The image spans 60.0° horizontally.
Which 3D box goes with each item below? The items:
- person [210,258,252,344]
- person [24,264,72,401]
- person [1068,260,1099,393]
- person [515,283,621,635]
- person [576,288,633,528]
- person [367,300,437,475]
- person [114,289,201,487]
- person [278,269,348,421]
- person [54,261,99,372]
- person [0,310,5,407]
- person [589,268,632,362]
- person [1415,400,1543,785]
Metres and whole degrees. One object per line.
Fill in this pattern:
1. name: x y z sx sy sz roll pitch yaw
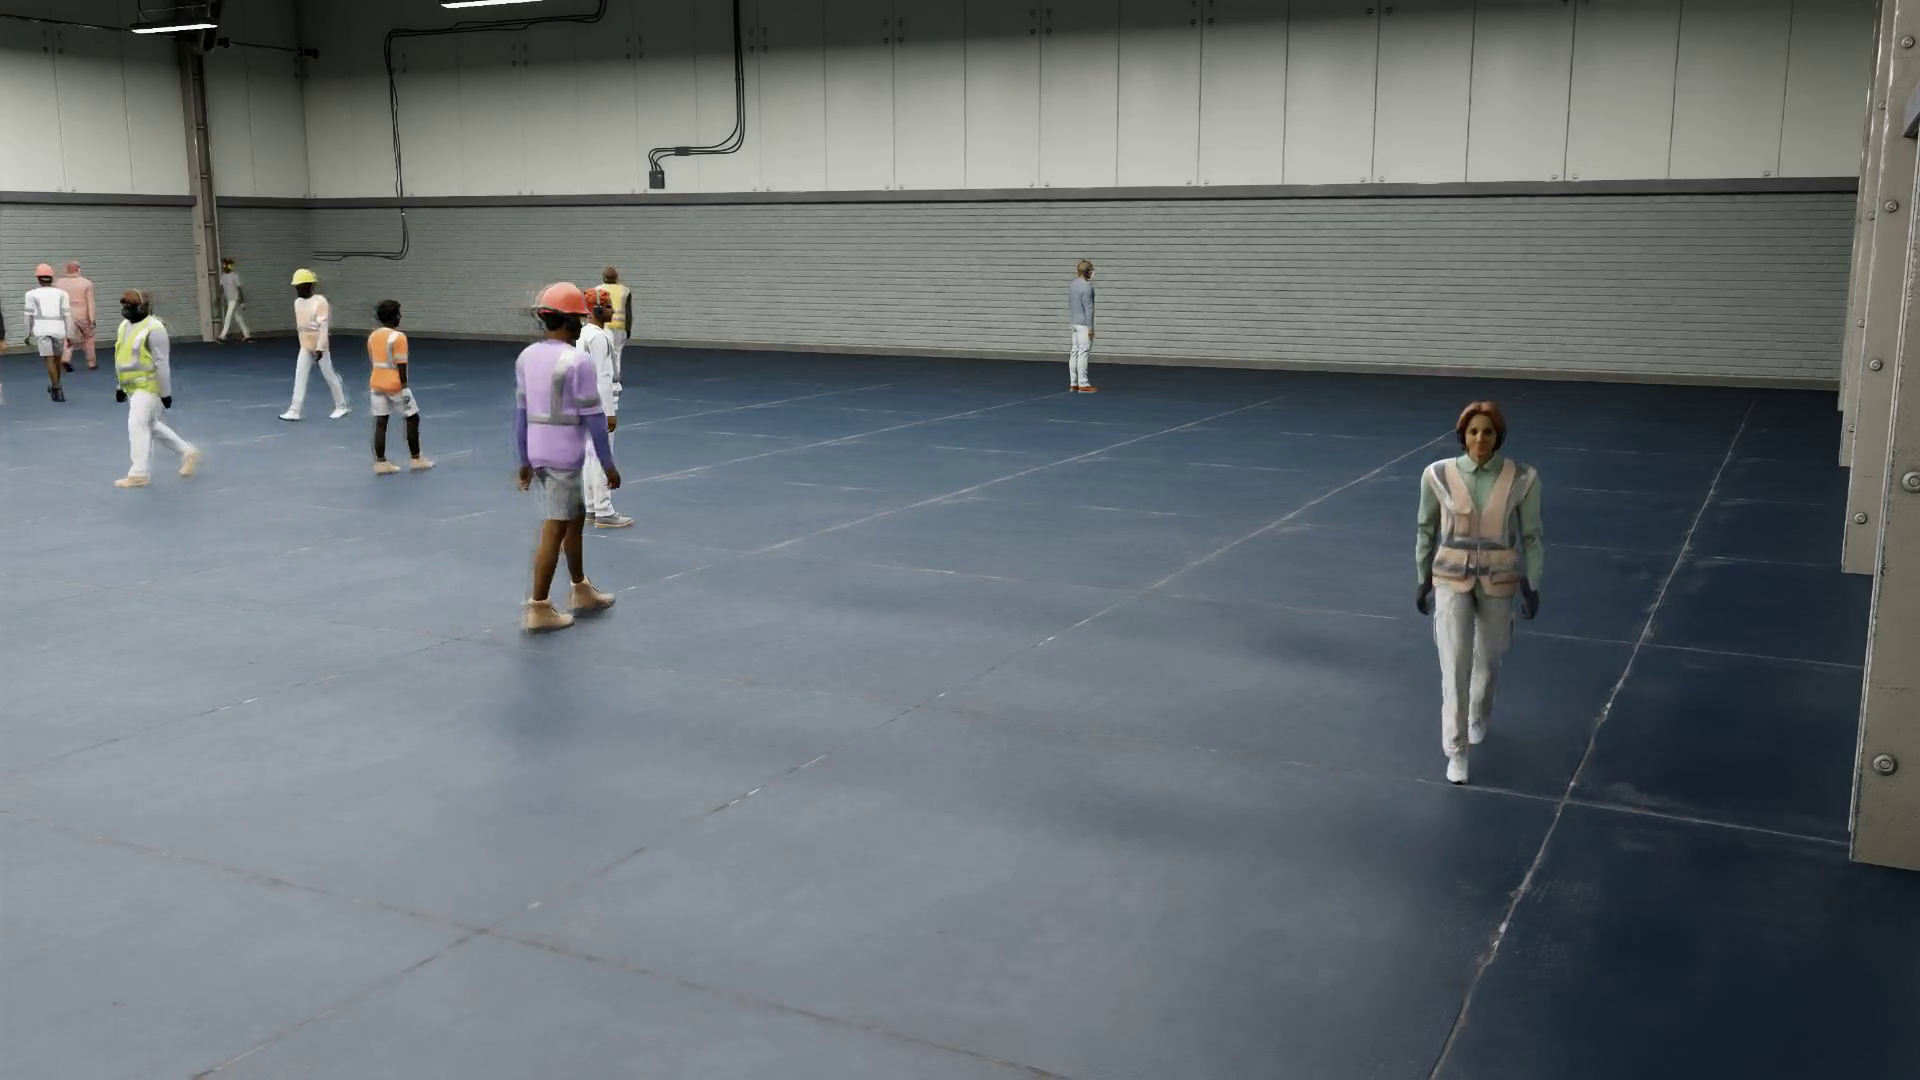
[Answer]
1. person: -15.509 -5.068 35.315 0.489 1.811 1.036 7 13 34
2. person: -12.730 -2.891 23.224 0.562 1.883 0.986 -9 14 -41
3. person: 1.803 -3.122 24.346 0.364 1.939 0.636 -4 11 -21
4. person: -2.260 -0.487 9.757 0.614 2.009 0.882 10 14 42
5. person: -2.837 -1.038 13.138 0.356 1.883 0.574 -5 12 -27
6. person: -5.401 -1.478 16.073 0.553 1.671 0.683 6 12 32
7. person: -7.512 -1.425 15.452 0.623 1.814 0.829 9 14 39
8. person: -8.071 -2.425 20.730 0.601 1.880 0.989 5 12 26
9. person: -15.004 -3.796 28.216 0.652 1.875 0.927 -1 10 -6
10. person: -12.659 -2.608 21.432 0.625 1.976 0.610 -4 11 -22
11. person: -5.409 -3.304 25.749 0.637 1.797 0.957 -4 11 -23
12. person: 2.248 0.181 7.239 0.523 1.606 0.808 3 11 14
